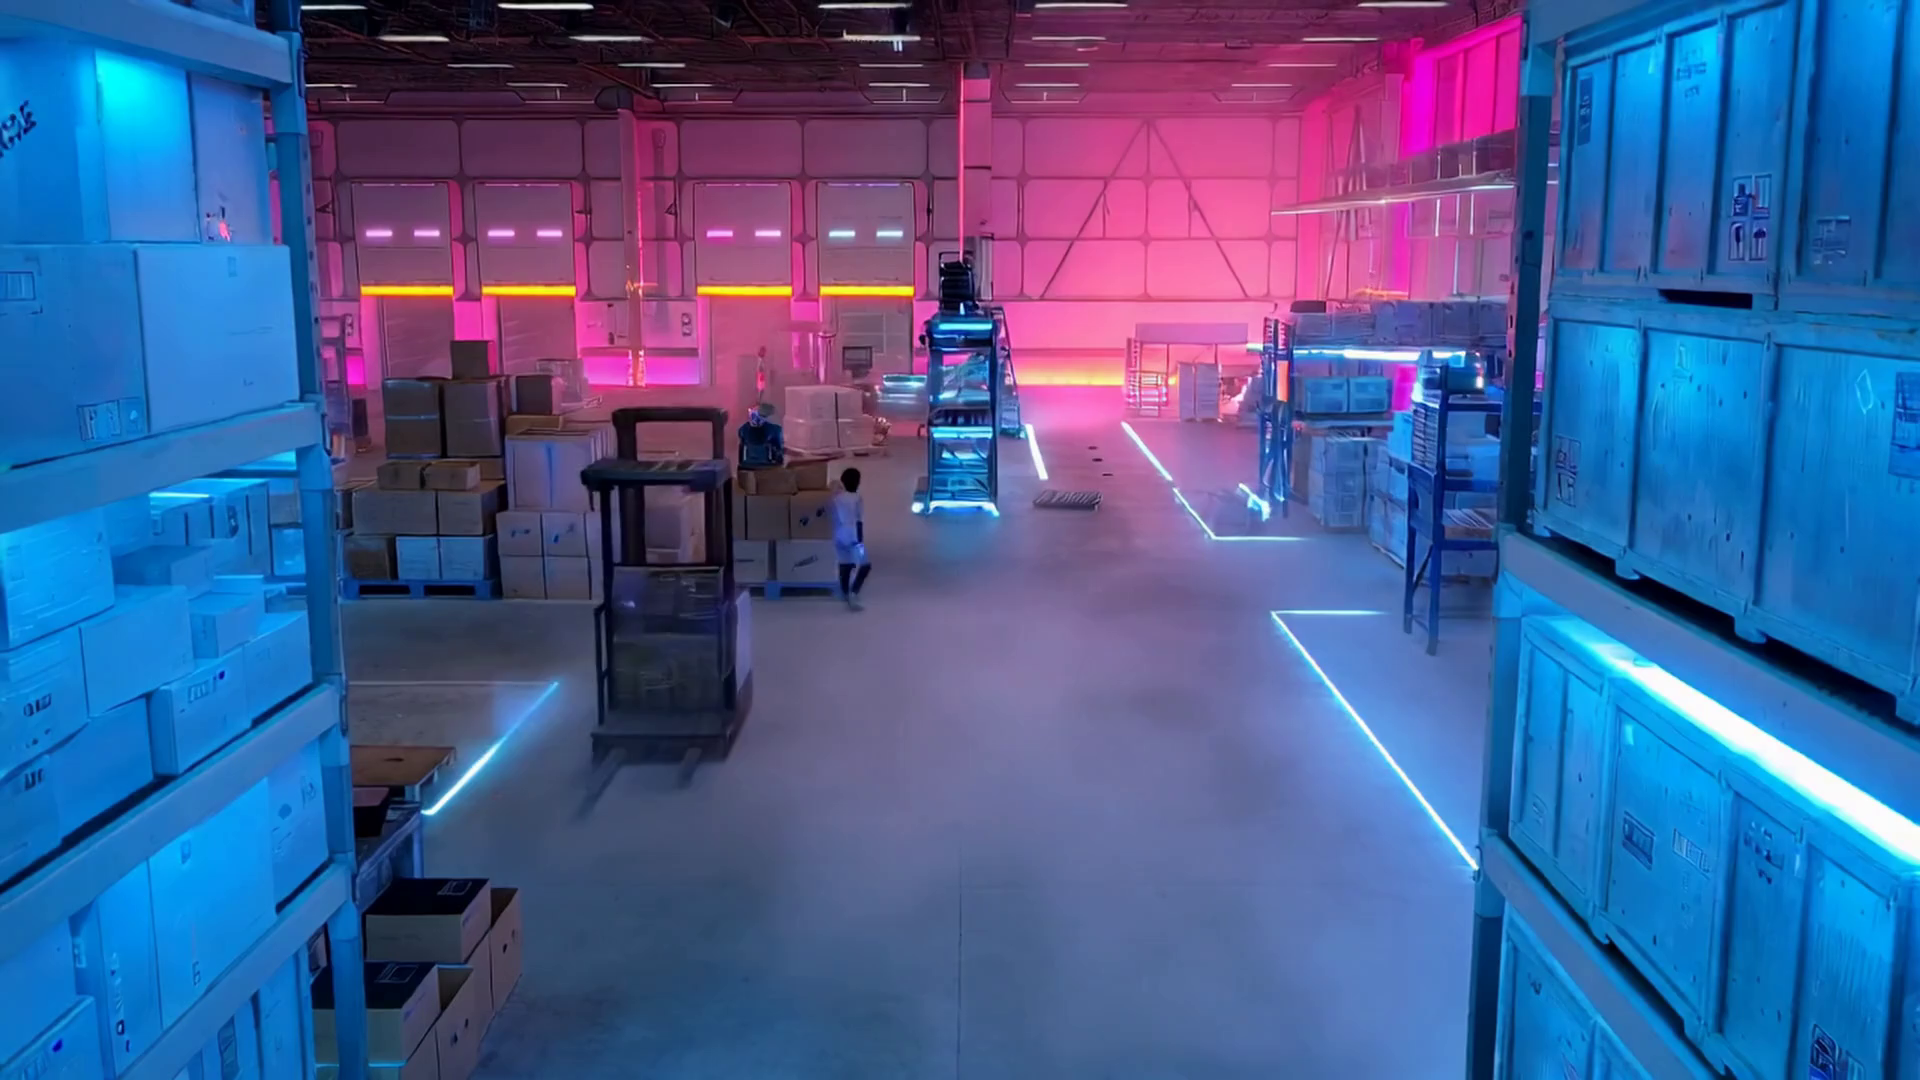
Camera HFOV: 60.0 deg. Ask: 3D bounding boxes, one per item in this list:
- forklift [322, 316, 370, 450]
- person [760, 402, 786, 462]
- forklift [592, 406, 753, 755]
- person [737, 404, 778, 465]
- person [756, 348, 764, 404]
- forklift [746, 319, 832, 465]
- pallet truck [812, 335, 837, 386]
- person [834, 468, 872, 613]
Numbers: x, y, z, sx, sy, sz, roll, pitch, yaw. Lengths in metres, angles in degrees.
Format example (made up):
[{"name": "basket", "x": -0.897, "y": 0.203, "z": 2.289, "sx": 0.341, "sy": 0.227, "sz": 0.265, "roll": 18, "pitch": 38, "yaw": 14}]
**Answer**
[{"name": "forklift", "x": -12.995, "y": -3.188, "z": 34.094, "sx": 1.129, "sy": 2.768, "sz": 1.873, "roll": 0, "pitch": 10, "yaw": -1}, {"name": "person", "x": -2.832, "y": -1.080, "z": 24.658, "sx": 0.377, "sy": 1.933, "sz": 0.551, "roll": 7, "pitch": 12, "yaw": 35}, {"name": "forklift", "x": -2.441, "y": 0.246, "z": 14.284, "sx": 1.129, "sy": 2.768, "sz": 1.873, "roll": 0, "pitch": 10, "yaw": 1}, {"name": "person", "x": -2.962, "y": -1.029, "z": 24.401, "sx": 0.630, "sy": 1.931, "sz": 0.368, "roll": 3, "pitch": 10, "yaw": 15}, {"name": "person", "x": -5.087, "y": -4.128, "z": 42.933, "sx": 0.321, "sy": 1.695, "sz": 0.529, "roll": -3, "pitch": 10, "yaw": -15}, {"name": "forklift", "x": -3.403, "y": -2.904, "z": 32.456, "sx": 1.129, "sy": 2.768, "sz": 1.873, "roll": -5, "pitch": 11, "yaw": -27}, {"name": "pallet truck", "x": -3.021, "y": -4.312, "z": 43.126, "sx": 1.885, "sy": 1.965, "sz": 0.823, "roll": 3, "pitch": 10, "yaw": 17}, {"name": "person", "x": -1.231, "y": 0.012, "z": 19.136, "sx": 0.429, "sy": 1.664, "sz": 0.581, "roll": -8, "pitch": 13, "yaw": -40}]
